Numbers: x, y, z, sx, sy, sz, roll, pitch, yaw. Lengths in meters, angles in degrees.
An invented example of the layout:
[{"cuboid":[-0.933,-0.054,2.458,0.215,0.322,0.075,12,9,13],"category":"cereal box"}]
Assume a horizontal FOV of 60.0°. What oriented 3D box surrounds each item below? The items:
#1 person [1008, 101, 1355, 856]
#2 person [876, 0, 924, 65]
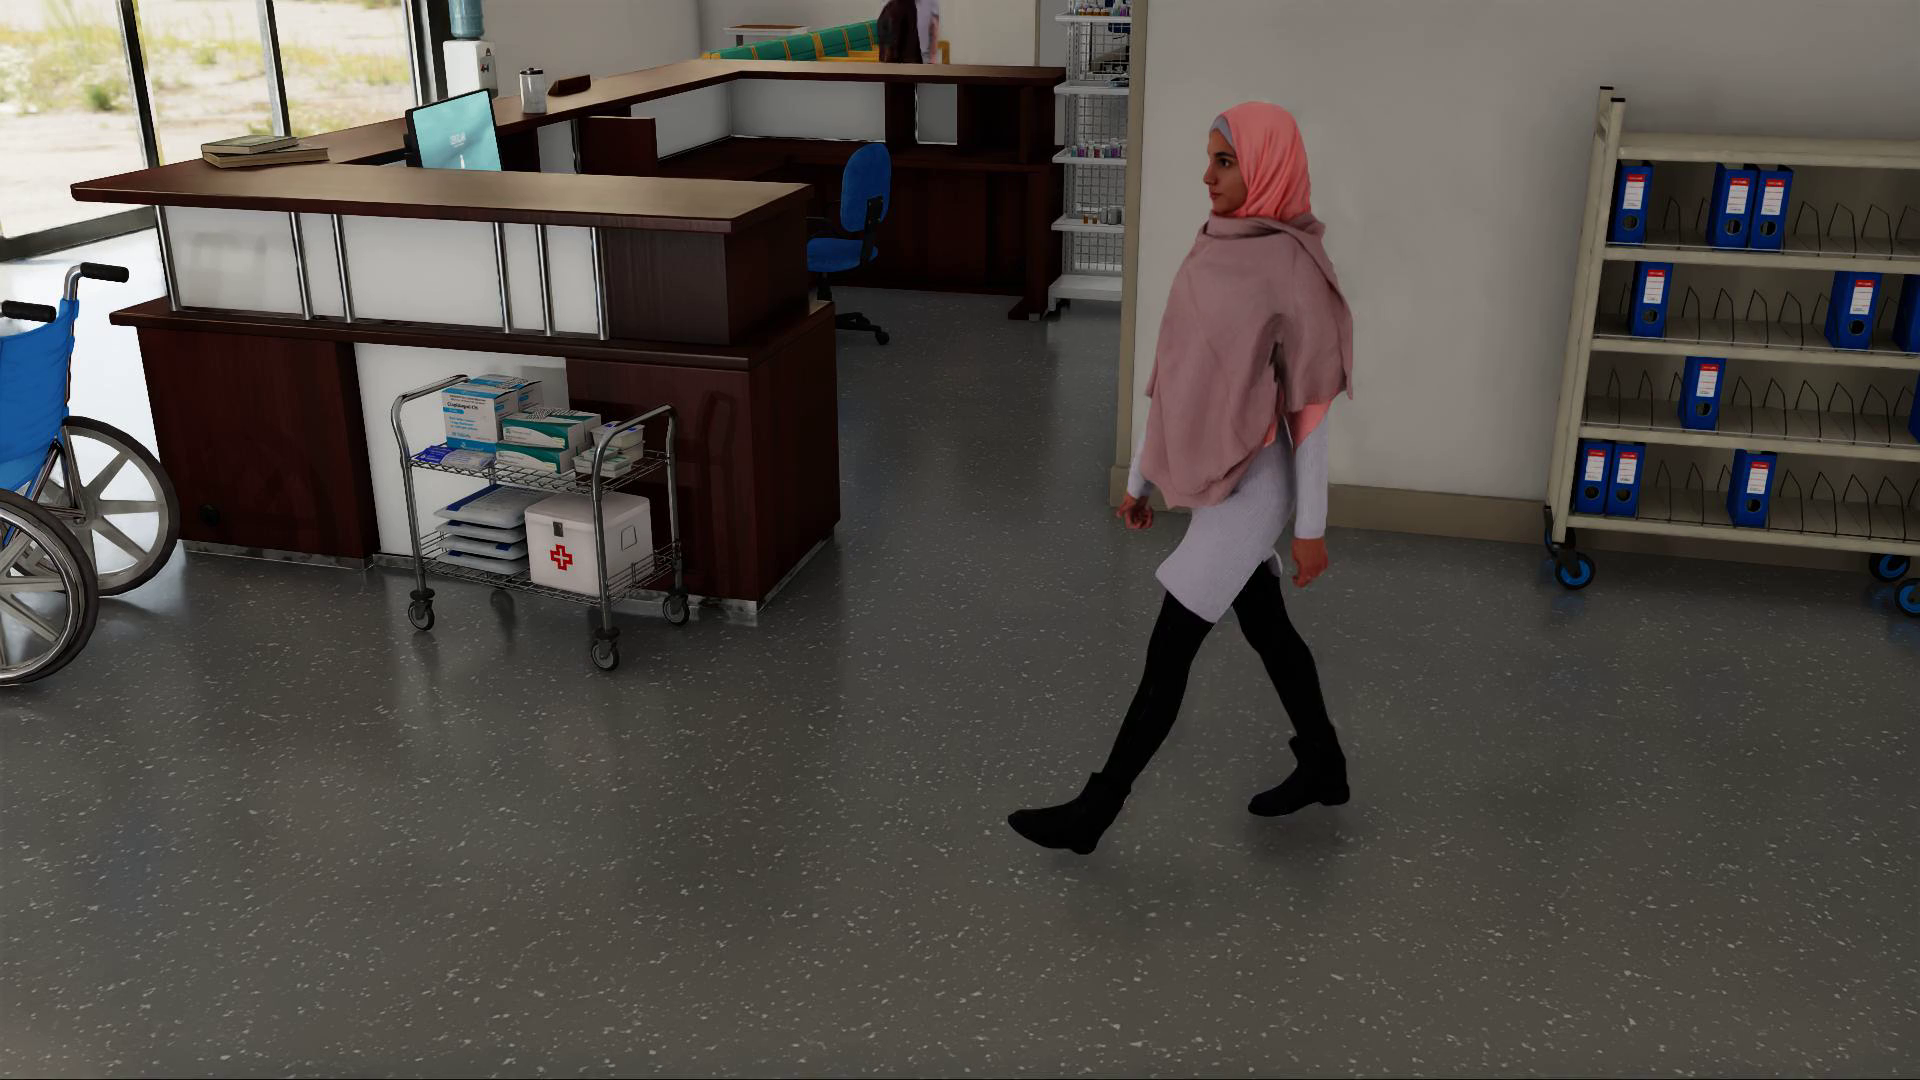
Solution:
[{"cuboid":[0.719,-0.077,3.891,1.258,1.749,1.102,-8,22,-20],"category":"person"},{"cuboid":[-0.397,-3.526,12.872,0.574,1.839,0.894,10,23,25],"category":"person"}]
